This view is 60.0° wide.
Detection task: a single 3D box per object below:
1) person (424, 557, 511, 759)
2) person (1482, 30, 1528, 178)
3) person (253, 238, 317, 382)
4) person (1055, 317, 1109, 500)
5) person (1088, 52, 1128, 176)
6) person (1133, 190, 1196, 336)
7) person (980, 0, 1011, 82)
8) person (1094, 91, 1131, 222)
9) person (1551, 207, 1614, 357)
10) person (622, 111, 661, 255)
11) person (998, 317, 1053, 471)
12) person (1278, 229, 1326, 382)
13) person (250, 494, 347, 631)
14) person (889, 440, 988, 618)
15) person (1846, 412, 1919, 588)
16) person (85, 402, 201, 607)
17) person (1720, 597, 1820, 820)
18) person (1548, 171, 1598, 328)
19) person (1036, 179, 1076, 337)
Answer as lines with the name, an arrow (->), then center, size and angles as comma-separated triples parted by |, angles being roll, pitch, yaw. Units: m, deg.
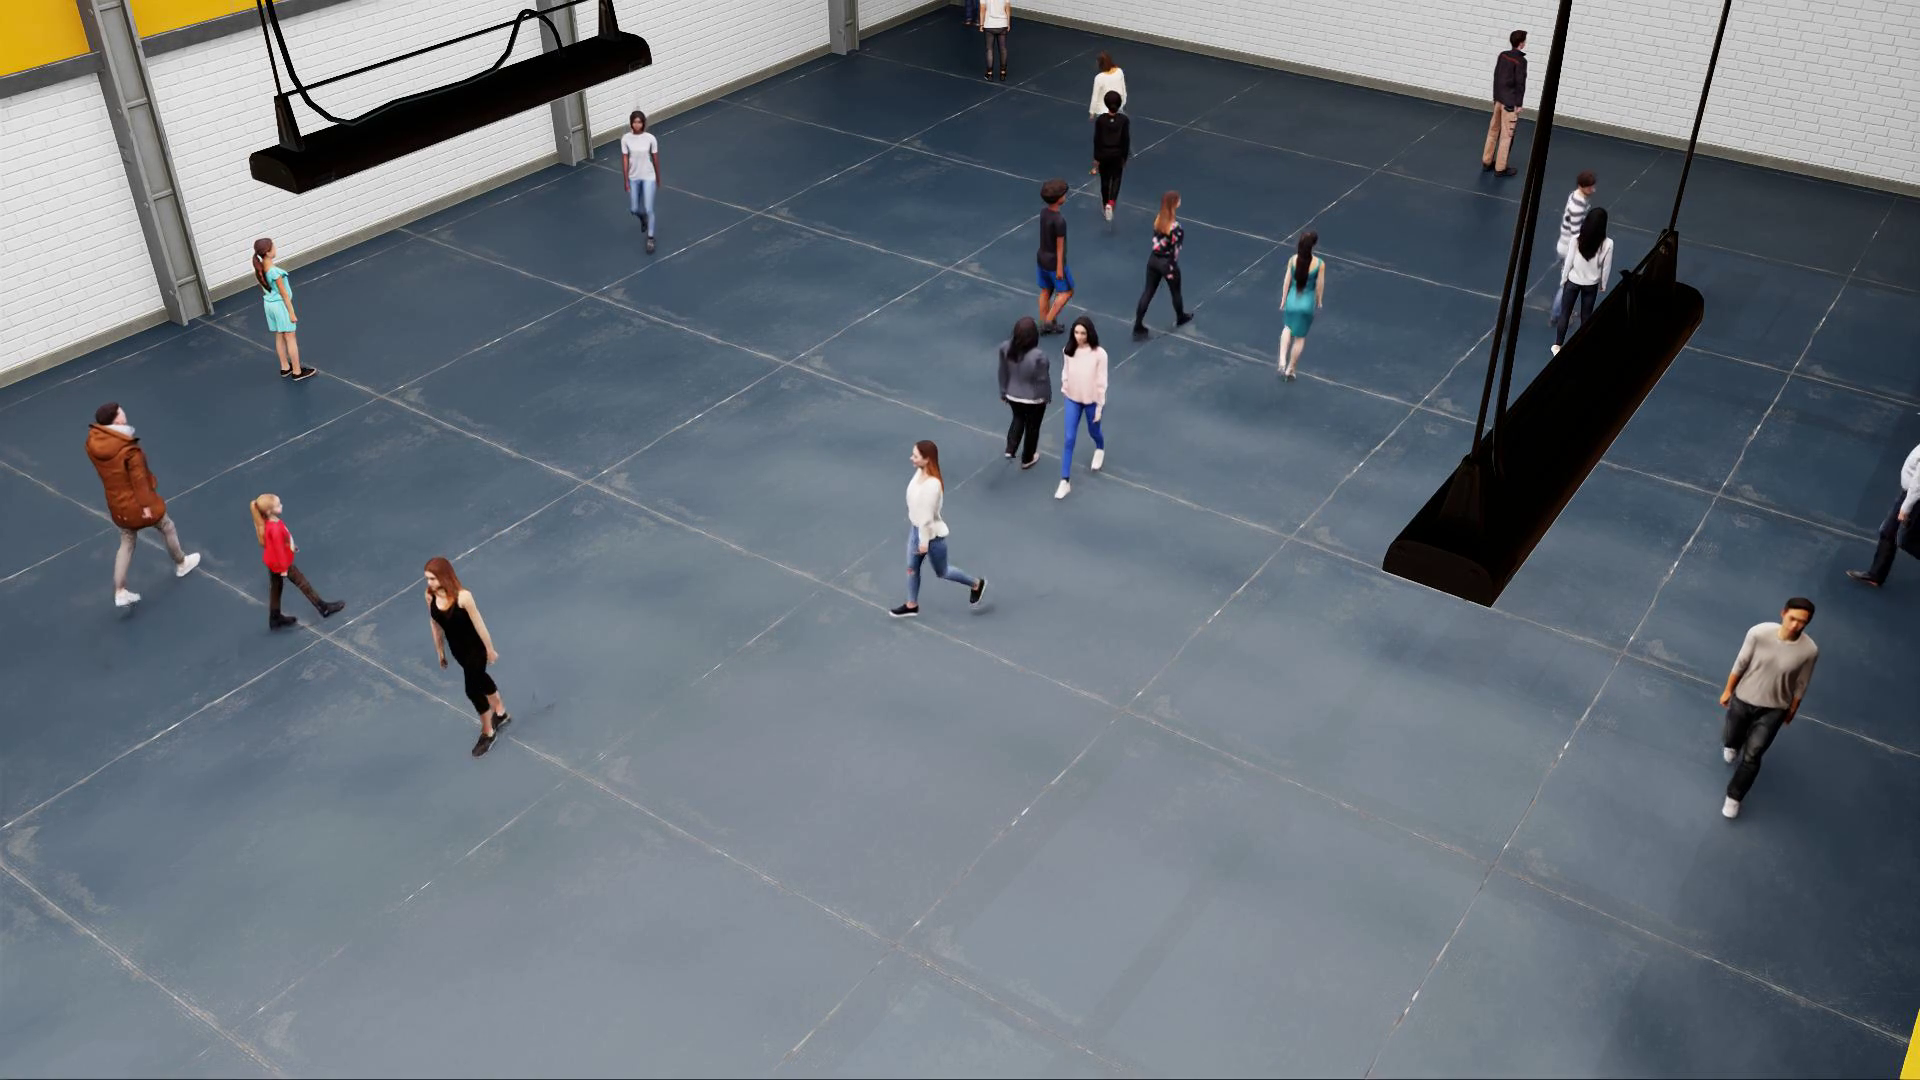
person -> -3.617, 0.768, 12.421 | 0.611, 1.701, 0.775 | 15, 36, 21
person -> 7.285, -5.826, 22.139 | 0.788, 1.924, 0.790 | -14, 36, -20
person -> -7.105, -2.423, 17.351 | 0.545, 1.558, 0.517 | 20, 38, 27
person -> 1.200, -1.296, 15.503 | 0.787, 1.726, 1.204 | 14, 36, 20
person -> 2.031, -5.710, 22.212 | 0.717, 1.652, 0.839 | -3, 34, -5
person -> 2.154, -2.978, 18.111 | 1.132, 1.642, 0.797 | -23, 40, -30
person -> 0.537, -7.904, 25.454 | 0.700, 1.716, 0.737 | -3, 34, -4
person -> 1.889, -4.770, 20.792 | 0.873, 1.657, 1.025 | 2, 34, 4
person -> 6.619, -2.736, 17.693 | 0.684, 1.700, 0.653 | 9, 35, 14
person -> -3.847, -4.379, 20.154 | 0.864, 1.713, 0.967 | 0, 34, -1
person -> 0.597, -1.352, 15.715 | 0.660, 1.586, 0.655 | 19, 38, 26
person -> 3.496, -2.380, 17.180 | 0.583, 1.675, 0.598 | 13, 36, 19
person -> -5.643, 0.200, 13.677 | 0.900, 1.256, 0.674 | -23, 40, -30
person -> -0.178, -0.057, 13.694 | 1.135, 1.665, 1.002 | -9, 35, -13
person -> 8.136, -0.321, 13.987 | 0.805, 1.781, 1.021 | 14, 36, 20
person -> -6.965, -0.263, 13.882 | 0.945, 1.800, 1.248 | 9, 35, 13
person -> 5.706, 1.101, 11.837 | 0.672, 1.792, 0.959 | 19, 38, 26
person -> 6.653, -3.191, 18.266 | 0.883, 1.824, 0.701 | 5, 34, 7
person -> 0.933, -3.020, 18.044 | 0.771, 1.786, 0.754 | -15, 36, -21
